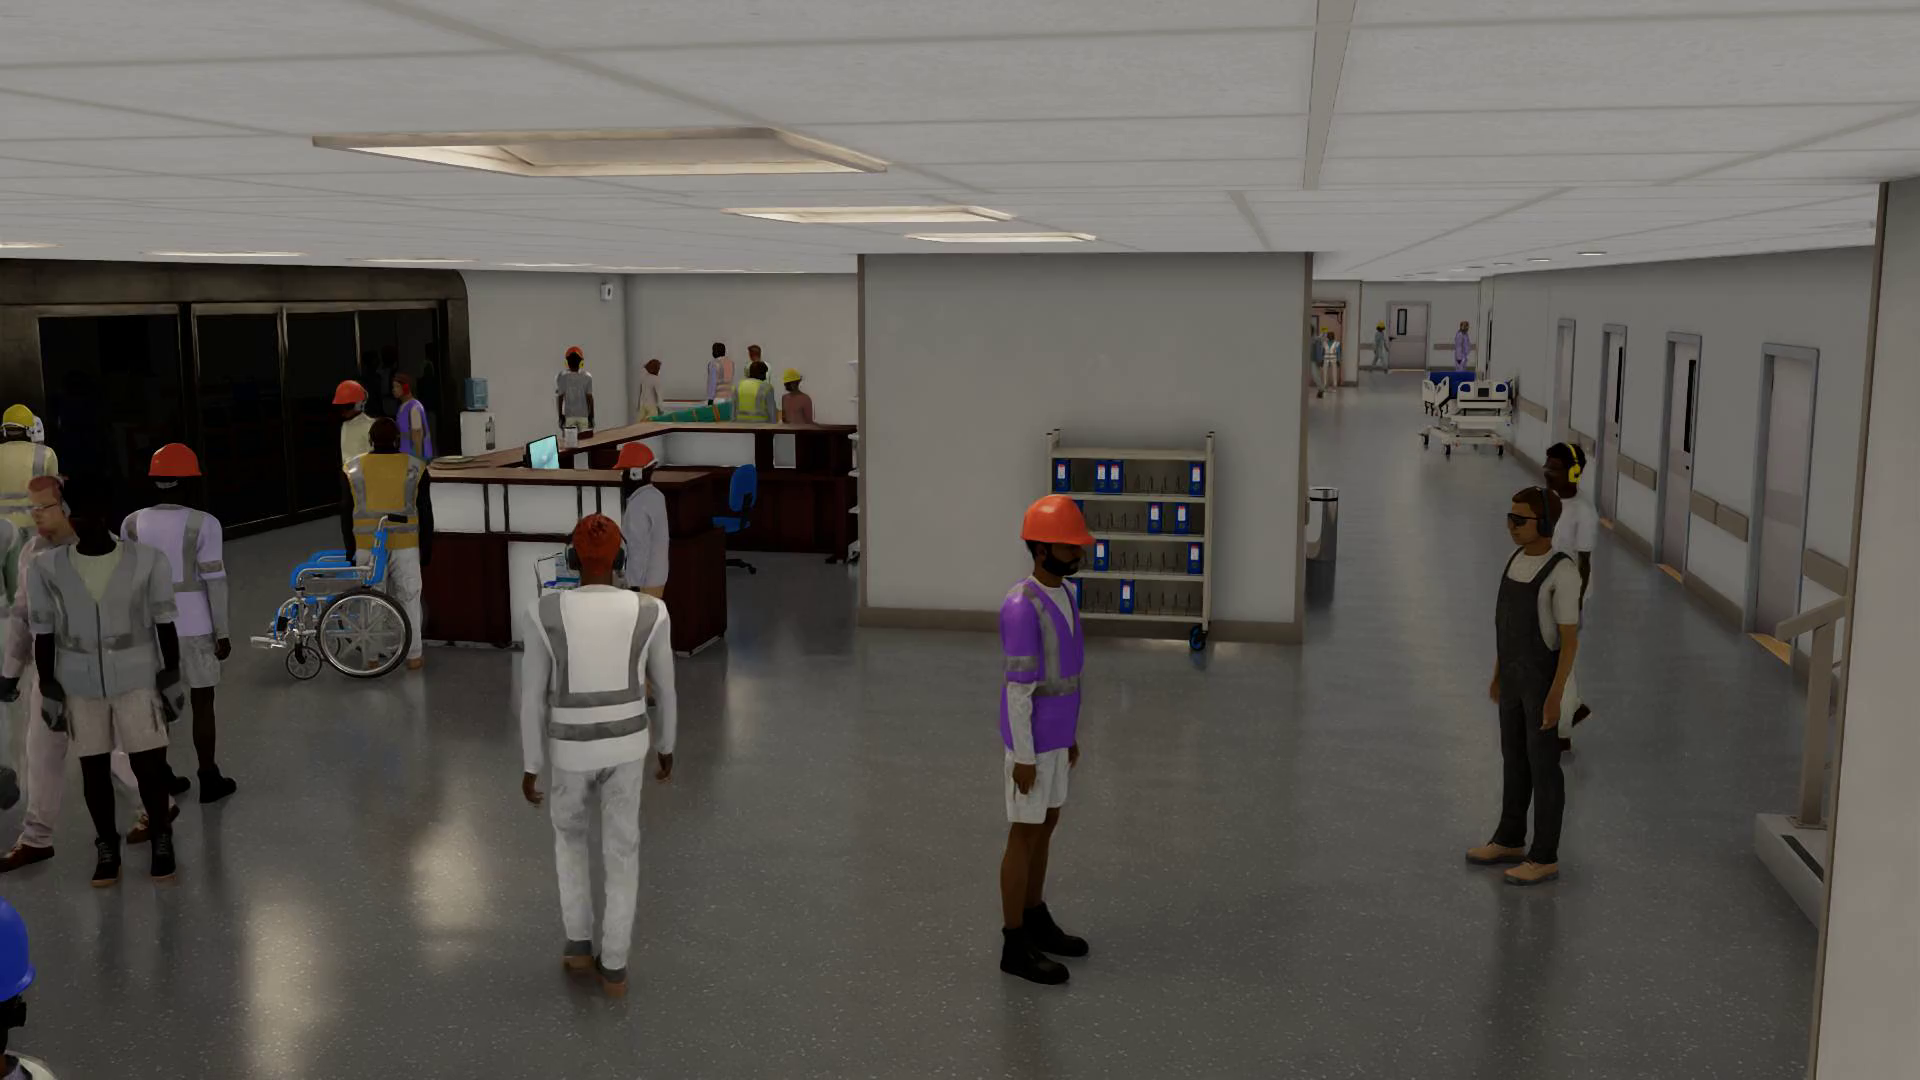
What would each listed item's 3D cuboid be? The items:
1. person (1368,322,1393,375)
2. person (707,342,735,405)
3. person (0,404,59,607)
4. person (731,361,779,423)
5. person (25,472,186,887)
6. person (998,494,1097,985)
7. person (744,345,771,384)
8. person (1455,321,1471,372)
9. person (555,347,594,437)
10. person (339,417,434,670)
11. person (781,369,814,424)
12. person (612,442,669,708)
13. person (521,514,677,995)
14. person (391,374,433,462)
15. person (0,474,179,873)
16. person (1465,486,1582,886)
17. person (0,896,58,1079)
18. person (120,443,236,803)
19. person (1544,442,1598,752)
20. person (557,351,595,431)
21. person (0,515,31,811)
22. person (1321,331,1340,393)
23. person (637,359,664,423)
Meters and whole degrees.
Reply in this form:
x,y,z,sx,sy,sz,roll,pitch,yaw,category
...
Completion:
x,y,z,sx,sy,sz,roll,pitch,yaw,category
13.507,-6.139,53.355,0.872,1.698,0.498,6,10,34,person
-4.104,-2.448,28.386,0.429,1.844,0.626,4,10,26,person
-7.437,-0.164,13.252,0.589,1.834,0.403,-2,9,-14,person
-2.654,-1.421,21.647,0.665,1.818,0.464,4,10,27,person
-3.873,0.644,7.581,0.608,1.938,0.468,-3,9,-19,person
0.356,0.777,6.664,0.379,1.938,0.547,4,9,23,person
-3.301,-2.262,27.153,0.389,1.842,0.566,6,10,33,person
13.441,-4.897,44.474,0.397,1.900,0.637,5,10,30,person
-5.475,-1.786,23.712,0.542,1.928,0.374,0,9,2,person
-4.100,0.036,11.941,0.630,1.835,0.429,-3,9,-18,person
-2.043,-1.364,21.564,0.559,1.734,0.719,7,11,39,person
-2.090,0.227,10.923,0.343,1.748,0.571,0,9,0,person
-1.423,0.823,6.580,0.613,1.864,0.612,-3,9,-17,person
-5.986,-0.892,18.112,0.455,1.825,0.593,-5,10,-28,person
-4.298,0.621,7.993,0.694,1.860,0.856,3,9,21,person
2.634,0.665,7.703,0.344,1.847,0.507,-2,9,-15,person
-1.387,1.415,2.398,0.387,1.948,0.602,-6,10,-34,person
-4.159,0.448,8.892,0.545,1.931,0.381,1,9,5,person
3.510,0.349,9.774,0.402,1.856,0.556,-1,9,-8,person
-5.405,-1.718,23.450,0.513,1.872,0.328,-2,9,-11,person
-5.145,0.497,8.673,0.812,1.912,0.618,6,10,33,person
9.834,-4.719,44.153,0.525,1.630,0.316,4,9,24,person
-5.155,-2.182,27.444,0.598,1.597,0.406,6,11,37,person
